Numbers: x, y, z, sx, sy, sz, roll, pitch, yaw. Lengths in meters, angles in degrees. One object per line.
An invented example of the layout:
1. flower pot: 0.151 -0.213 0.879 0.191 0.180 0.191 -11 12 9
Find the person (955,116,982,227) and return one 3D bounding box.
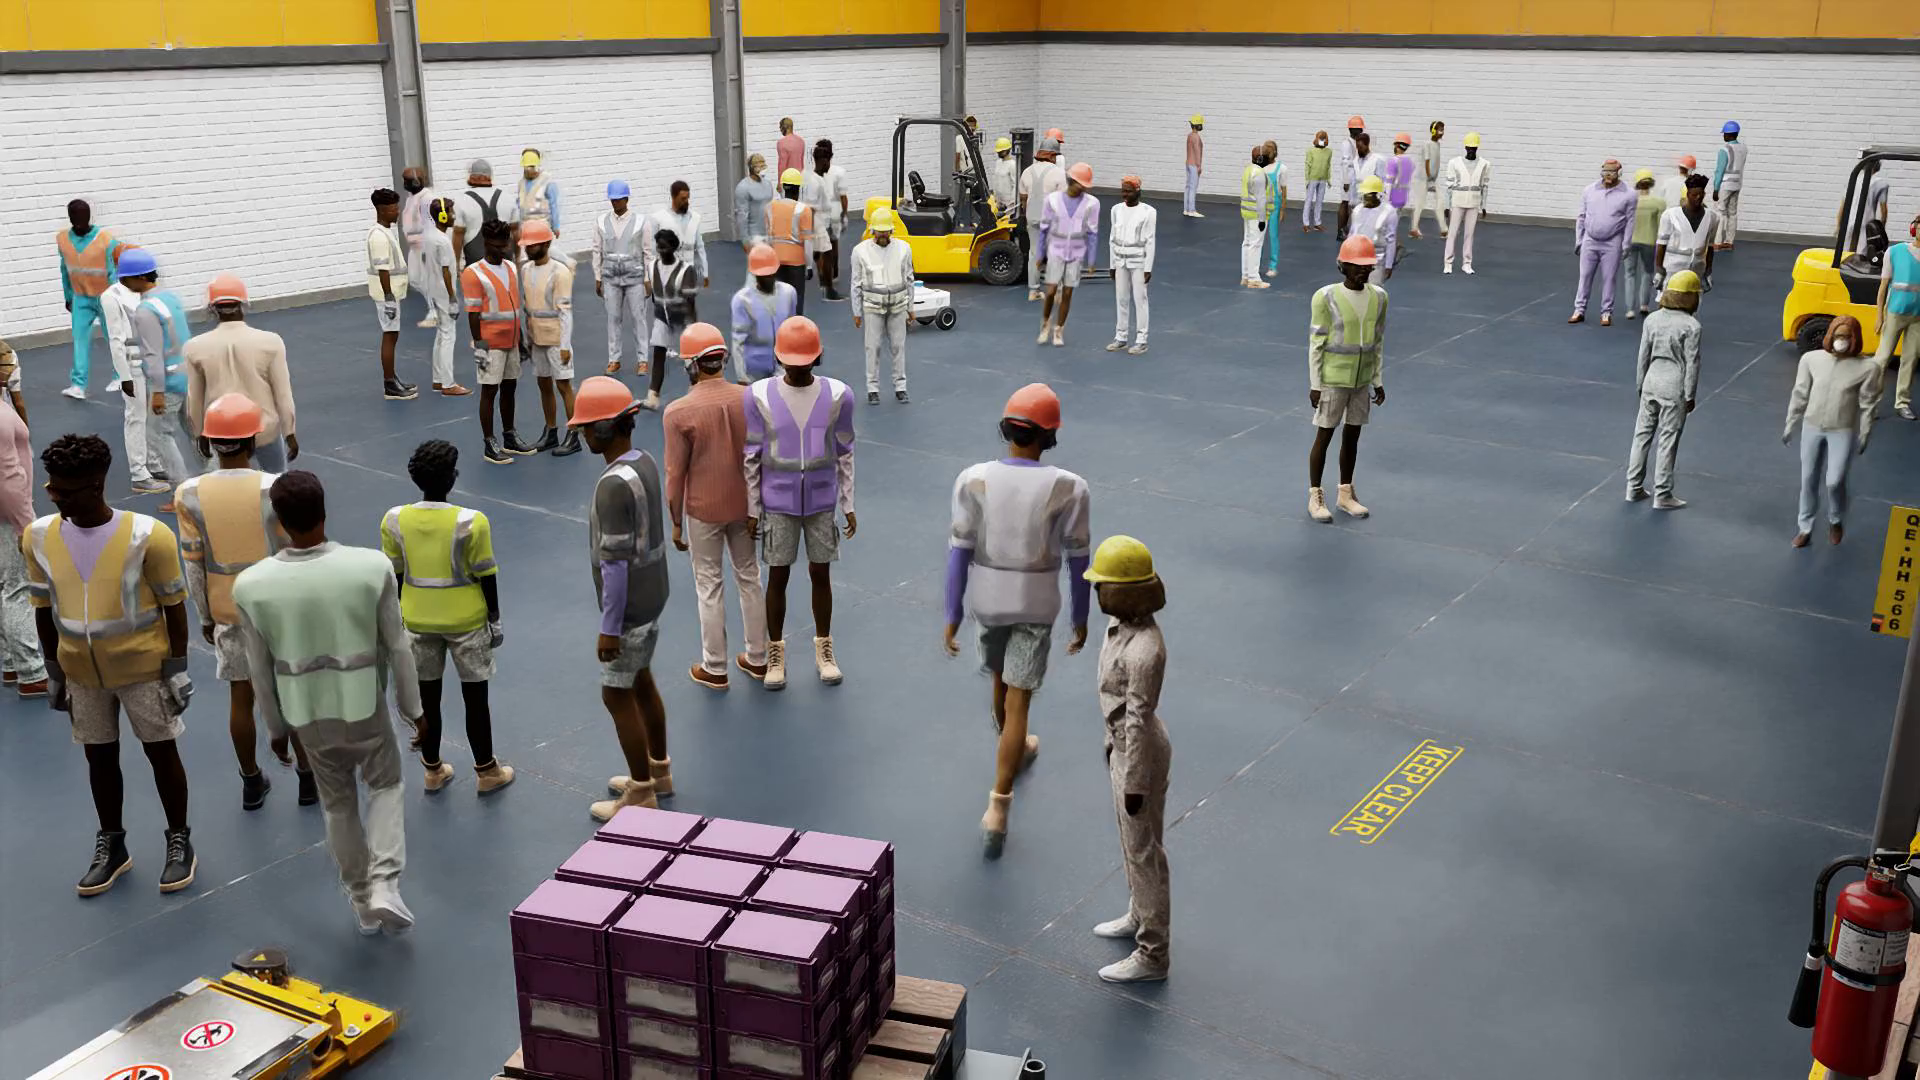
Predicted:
1. person: 0.163 -6.056 27.488 0.521 1.865 0.327 -8 20 -24

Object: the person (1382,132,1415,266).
1. person: 6.121 -4.731 23.300 0.606 1.897 0.552 -15 23 -40

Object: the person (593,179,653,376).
1. person: -3.345 -2.590 16.558 0.605 1.917 0.385 1 18 2

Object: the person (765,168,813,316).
1. person: -1.819 -3.028 17.936 0.581 1.919 0.393 9 20 26

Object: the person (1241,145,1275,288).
1. person: 3.908 -4.242 21.852 0.429 1.841 0.632 -2 18 -6

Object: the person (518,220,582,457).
1. person: -3.376 -1.643 13.582 0.545 1.930 0.383 12 21 34

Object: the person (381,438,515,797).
1. person: -2.358 0.368 7.658 0.540 1.696 0.317 2 18 7

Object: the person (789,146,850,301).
1. person: -1.865 -3.961 20.846 0.866 1.928 0.602 0 18 0

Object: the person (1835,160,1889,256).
1. person: 11.390 -3.957 20.999 0.545 1.835 0.622 16 24 41

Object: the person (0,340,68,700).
1. person: -5.025 -0.115 8.782 0.352 1.937 0.635 -16 23 -40

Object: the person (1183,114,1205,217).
1. person: 4.139 -6.592 29.320 0.308 1.769 0.525 -4 18 -12

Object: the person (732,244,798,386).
1. person: -1.461 -1.328 12.688 0.550 1.865 1.028 -8 20 -25

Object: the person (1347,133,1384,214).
1. person: 5.733 -4.773 23.423 0.451 1.889 0.627 -7 19 -22

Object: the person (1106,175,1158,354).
1. person: 1.819 -2.920 17.659 0.568 1.879 0.352 15 23 40

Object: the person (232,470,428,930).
1. person: -2.392 0.672 6.402 0.648 1.891 0.485 -4 18 -11

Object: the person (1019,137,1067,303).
1. person: 1.112 -3.998 20.763 0.674 2.000 0.535 13 22 36

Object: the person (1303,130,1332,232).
1. person: 5.900 -5.919 27.427 0.498 1.633 0.284 -6 19 -19

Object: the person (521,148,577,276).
1. person: -5.474 -4.254 21.931 0.607 1.824 0.630 -15 23 -38

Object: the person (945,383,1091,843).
1. person: 0.257 0.302 7.440 0.627 1.978 1.086 5 18 14

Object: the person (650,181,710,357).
1. person: -2.876 -2.773 17.227 1.042 1.858 0.601 15 23 40

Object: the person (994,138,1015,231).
1. person: 0.644 -4.963 24.236 0.330 1.761 0.523 -11 21 -31

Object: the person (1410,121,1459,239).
1. person: 7.566 -5.696 26.413 0.521 1.837 0.828 -15 23 -39

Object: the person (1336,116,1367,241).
1. person: 6.173 -5.689 26.216 0.361 1.940 0.543 10 20 28

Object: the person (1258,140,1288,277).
1. person: 4.198 -4.523 22.722 0.516 1.842 0.328 12 22 34

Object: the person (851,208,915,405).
1. person: -0.706 -2.154 15.362 0.601 1.817 0.403 -5 18 -15

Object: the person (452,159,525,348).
1. person: -5.109 -3.089 17.920 0.759 2.000 0.535 -11 21 -30

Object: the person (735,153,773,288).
1. person: -2.363 -3.579 19.623 0.408 1.939 0.637 9 20 26

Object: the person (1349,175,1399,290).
1. person: 4.482 -3.064 18.195 0.403 1.827 0.595 -14 23 -38

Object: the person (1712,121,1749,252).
1. person: 11.562 -5.328 25.097 0.608 1.939 0.414 -10 20 -29

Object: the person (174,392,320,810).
1. person: -3.178 0.291 7.513 0.542 1.938 0.357 -3 18 -8

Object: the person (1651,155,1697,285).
1. person: 9.499 -4.250 22.113 0.936 1.705 0.553 -14 23 -38

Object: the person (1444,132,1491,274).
1. person: 6.991 -4.641 22.955 0.589 1.927 0.388 1 18 2
